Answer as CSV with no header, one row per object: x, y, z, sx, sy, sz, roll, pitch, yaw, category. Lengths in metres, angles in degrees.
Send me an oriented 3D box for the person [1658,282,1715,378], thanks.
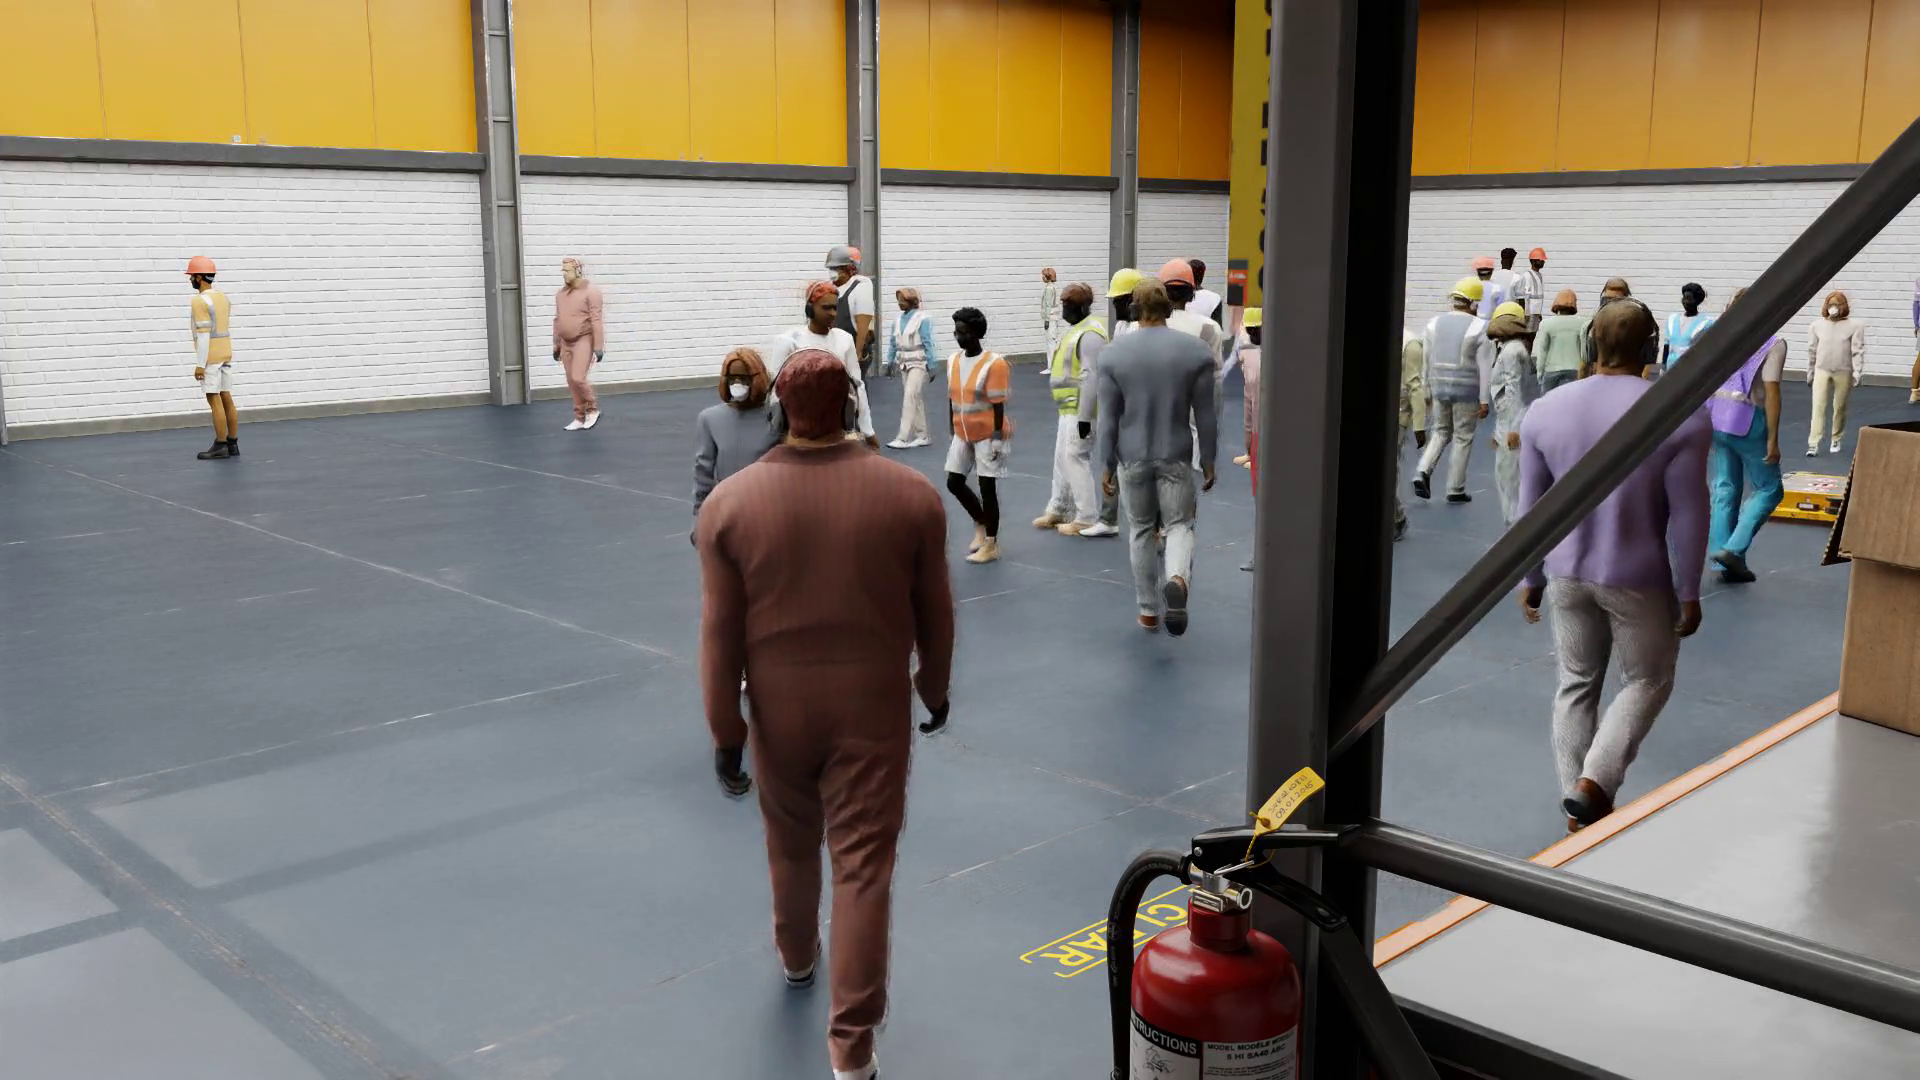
7.050,-1.646,16.070,0.512,1.683,0.547,-7,12,-32,person

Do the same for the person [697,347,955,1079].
-0.338,0.424,4.367,0.650,1.851,1.019,0,10,-1,person

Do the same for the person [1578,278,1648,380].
4.821,-1.023,12.360,0.514,1.803,0.889,6,12,29,person

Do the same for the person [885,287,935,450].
-0.558,-1.694,16.543,0.726,1.609,0.539,-9,14,-40,person

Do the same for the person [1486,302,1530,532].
3.587,-0.701,10.910,0.342,1.697,0.642,4,11,19,person

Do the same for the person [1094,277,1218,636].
1.024,-0.406,8.714,0.663,1.908,0.791,1,10,4,person

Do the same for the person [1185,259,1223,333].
2.310,-1.827,16.528,0.595,1.887,0.782,4,11,21,person

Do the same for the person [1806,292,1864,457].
8.486,-1.611,16.161,0.514,1.591,0.849,7,12,33,person

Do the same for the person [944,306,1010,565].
0.112,-0.678,10.819,0.561,1.676,0.354,10,14,43,person

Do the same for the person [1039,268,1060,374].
1.388,-3.371,25.643,0.310,1.632,0.518,2,11,10,person

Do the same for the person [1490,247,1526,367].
7.714,-3.160,23.593,0.610,1.958,0.392,7,13,34,person

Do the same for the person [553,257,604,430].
-4.200,-2.128,18.156,0.668,1.887,0.441,7,13,35,person

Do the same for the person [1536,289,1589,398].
5.910,-1.655,16.350,0.499,1.613,0.342,2,11,9,person

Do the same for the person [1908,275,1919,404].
12.296,-2.715,20.939,0.380,2.041,0.616,-2,11,-13,person

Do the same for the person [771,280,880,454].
-0.819,-0.650,10.179,0.732,1.855,0.616,9,14,41,person

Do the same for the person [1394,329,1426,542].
2.931,-0.829,11.398,0.729,1.782,0.655,-7,12,-33,person

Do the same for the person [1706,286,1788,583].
4.789,-0.632,10.179,0.446,1.820,0.612,-4,11,-20,person

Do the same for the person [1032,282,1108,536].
0.811,-0.920,11.817,0.515,1.810,0.718,-1,10,-6,person

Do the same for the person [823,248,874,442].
-1.277,-1.976,16.921,0.710,2.000,0.961,7,12,33,person

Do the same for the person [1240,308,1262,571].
2.047,-0.664,10.593,0.611,1.731,0.563,-6,12,-31,person

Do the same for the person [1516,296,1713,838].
2.202,0.139,5.688,0.646,1.928,0.536,9,14,40,person

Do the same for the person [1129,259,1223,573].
1.377,-0.798,10.656,0.625,1.988,1.079,0,10,1,person

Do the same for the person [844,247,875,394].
-1.338,-2.632,20.640,0.638,1.984,0.441,4,11,21,person

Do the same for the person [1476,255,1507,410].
6.283,-2.482,20.071,0.580,1.906,0.768,7,12,33,person

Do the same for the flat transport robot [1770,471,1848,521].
6.634,-0.343,12.843,0.652,0.197,1.431,7,13,35,flat transport robot

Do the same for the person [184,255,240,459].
-7.163,-1.737,15.891,0.369,1.939,0.542,1,10,3,person

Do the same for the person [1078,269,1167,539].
1.149,-0.918,11.535,0.772,1.894,0.613,-5,11,-25,person

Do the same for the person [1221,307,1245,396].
3.775,-2.765,22.123,0.951,1.712,0.531,-2,11,-12,person

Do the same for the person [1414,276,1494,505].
3.902,-1.163,13.103,0.465,1.814,0.600,-9,14,-40,person

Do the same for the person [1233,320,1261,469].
2.751,-1.575,15.266,0.429,1.846,0.633,-1,10,-6,person

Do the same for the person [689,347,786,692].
-0.984,-0.083,7.752,0.513,1.623,0.368,3,11,15,person

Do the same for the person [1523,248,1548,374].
8.863,-3.534,25.697,0.358,1.938,0.542,8,13,39,person
